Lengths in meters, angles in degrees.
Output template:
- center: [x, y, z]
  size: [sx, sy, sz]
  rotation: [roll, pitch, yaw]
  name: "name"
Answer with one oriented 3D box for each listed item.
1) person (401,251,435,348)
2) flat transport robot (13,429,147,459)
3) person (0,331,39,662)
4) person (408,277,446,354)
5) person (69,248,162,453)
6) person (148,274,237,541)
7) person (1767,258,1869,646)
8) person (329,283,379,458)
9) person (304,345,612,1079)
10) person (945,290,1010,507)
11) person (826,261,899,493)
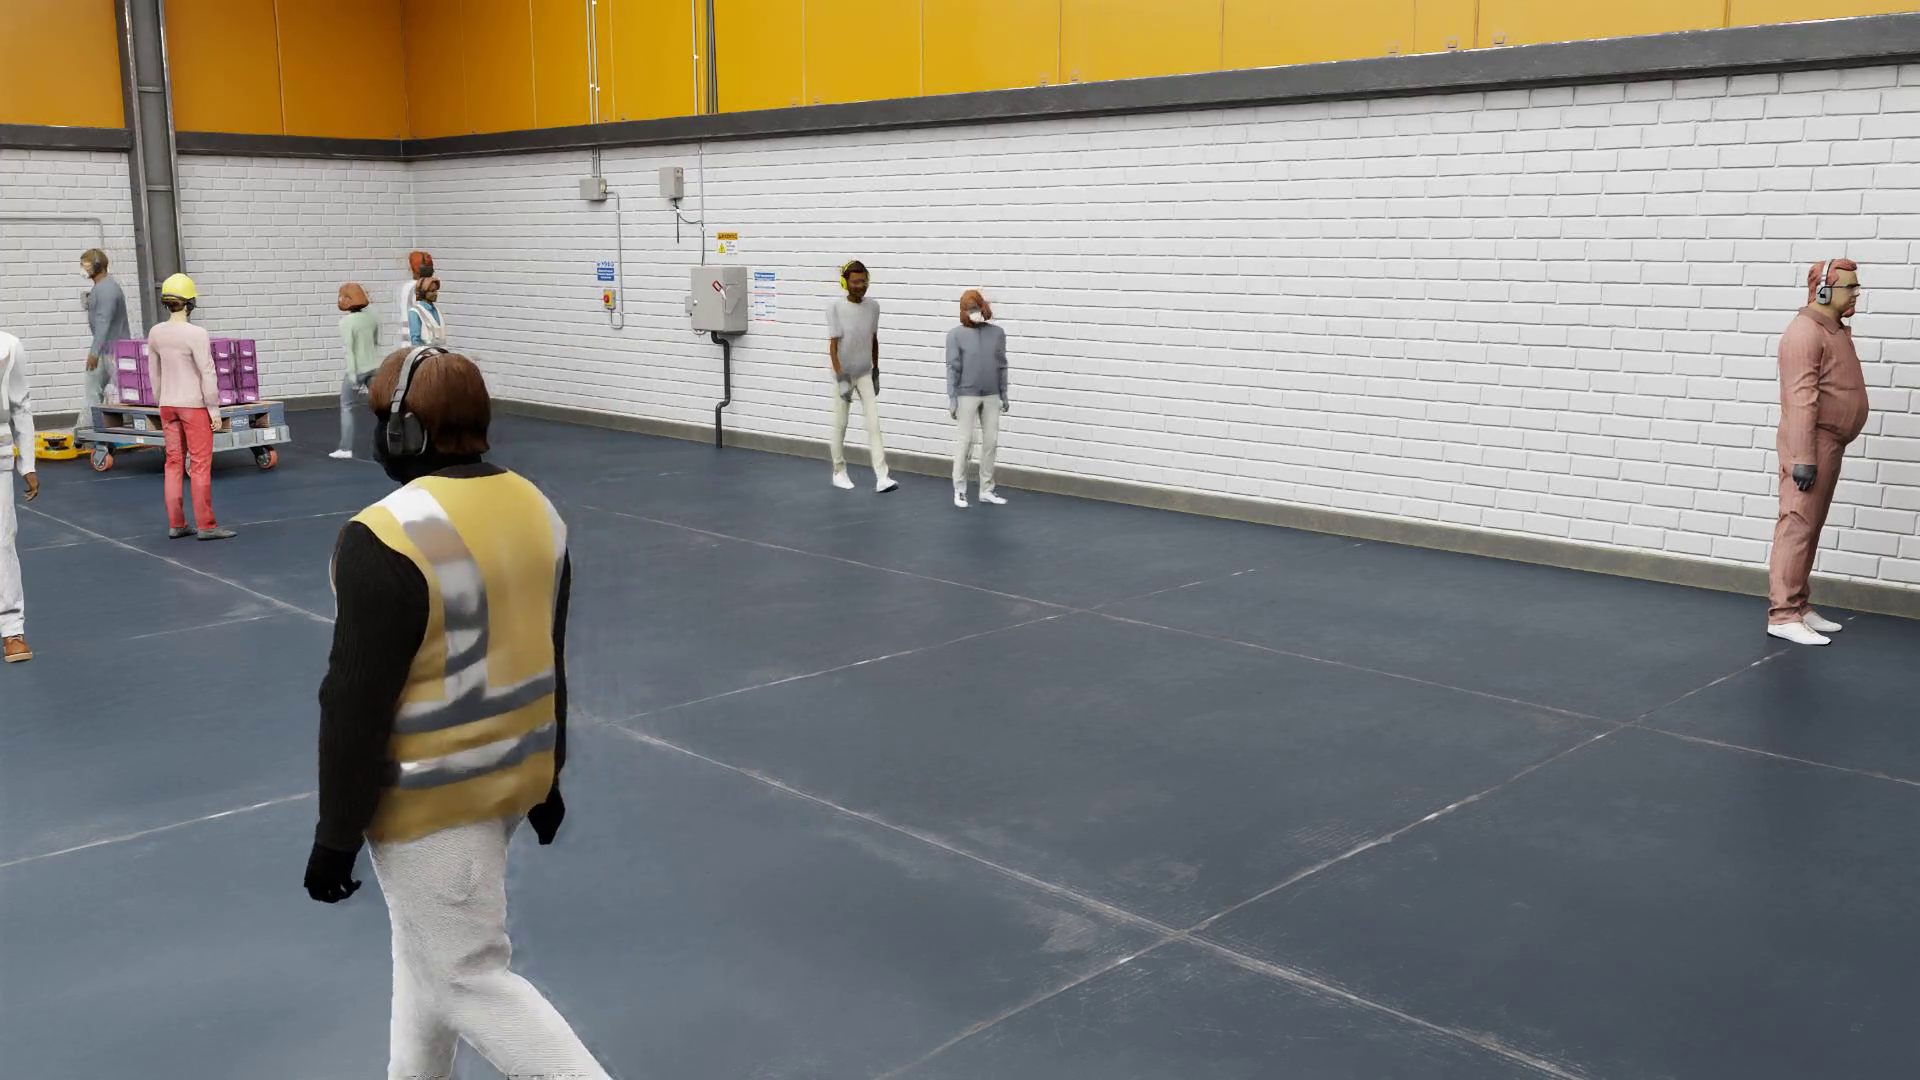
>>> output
- center: [-5.131, -1.824, 15.946]
  size: [0.405, 1.870, 0.590]
  rotation: [-6, 12, -28]
  name: "person"
- center: [-8.003, -0.946, 15.533]
  size: [0.652, 0.197, 1.431]
  rotation: [5, 12, 27]
  name: "flat transport robot"
- center: [-4.664, -0.339, 7.814]
  size: [0.584, 1.884, 0.337]
  rotation: [-6, 12, -30]
  name: "person"
- center: [-4.935, -1.619, 15.468]
  size: [0.315, 1.640, 0.515]
  rotation: [2, 11, 12]
  name: "person"
- center: [-7.931, -1.717, 15.296]
  size: [0.996, 1.886, 0.648]
  rotation: [-7, 13, -35]
  name: "person"
- center: [-5.125, -0.875, 11.060]
  size: [0.533, 1.770, 0.310]
  rotation: [4, 11, 22]
  name: "person"
- center: [4.298, -0.443, 8.330]
  size: [0.410, 1.908, 0.643]
  rotation: [8, 13, 36]
  name: "person"
- center: [-5.352, -1.520, 15.019]
  size: [0.814, 1.602, 0.491]
  rotation: [5, 11, 23]
  name: "person"
- center: [-0.979, 0.512, 3.388]
  size: [0.884, 1.815, 0.620]
  rotation: [3, 11, 14]
  name: "person"
- center: [0.123, -1.054, 12.472]
  size: [0.535, 1.611, 0.329]
  rotation: [-5, 12, -27]
  name: "person"
- center: [-0.792, -1.261, 13.048]
  size: [0.535, 1.816, 0.995]
  rotation: [-6, 12, -28]
  name: "person"
